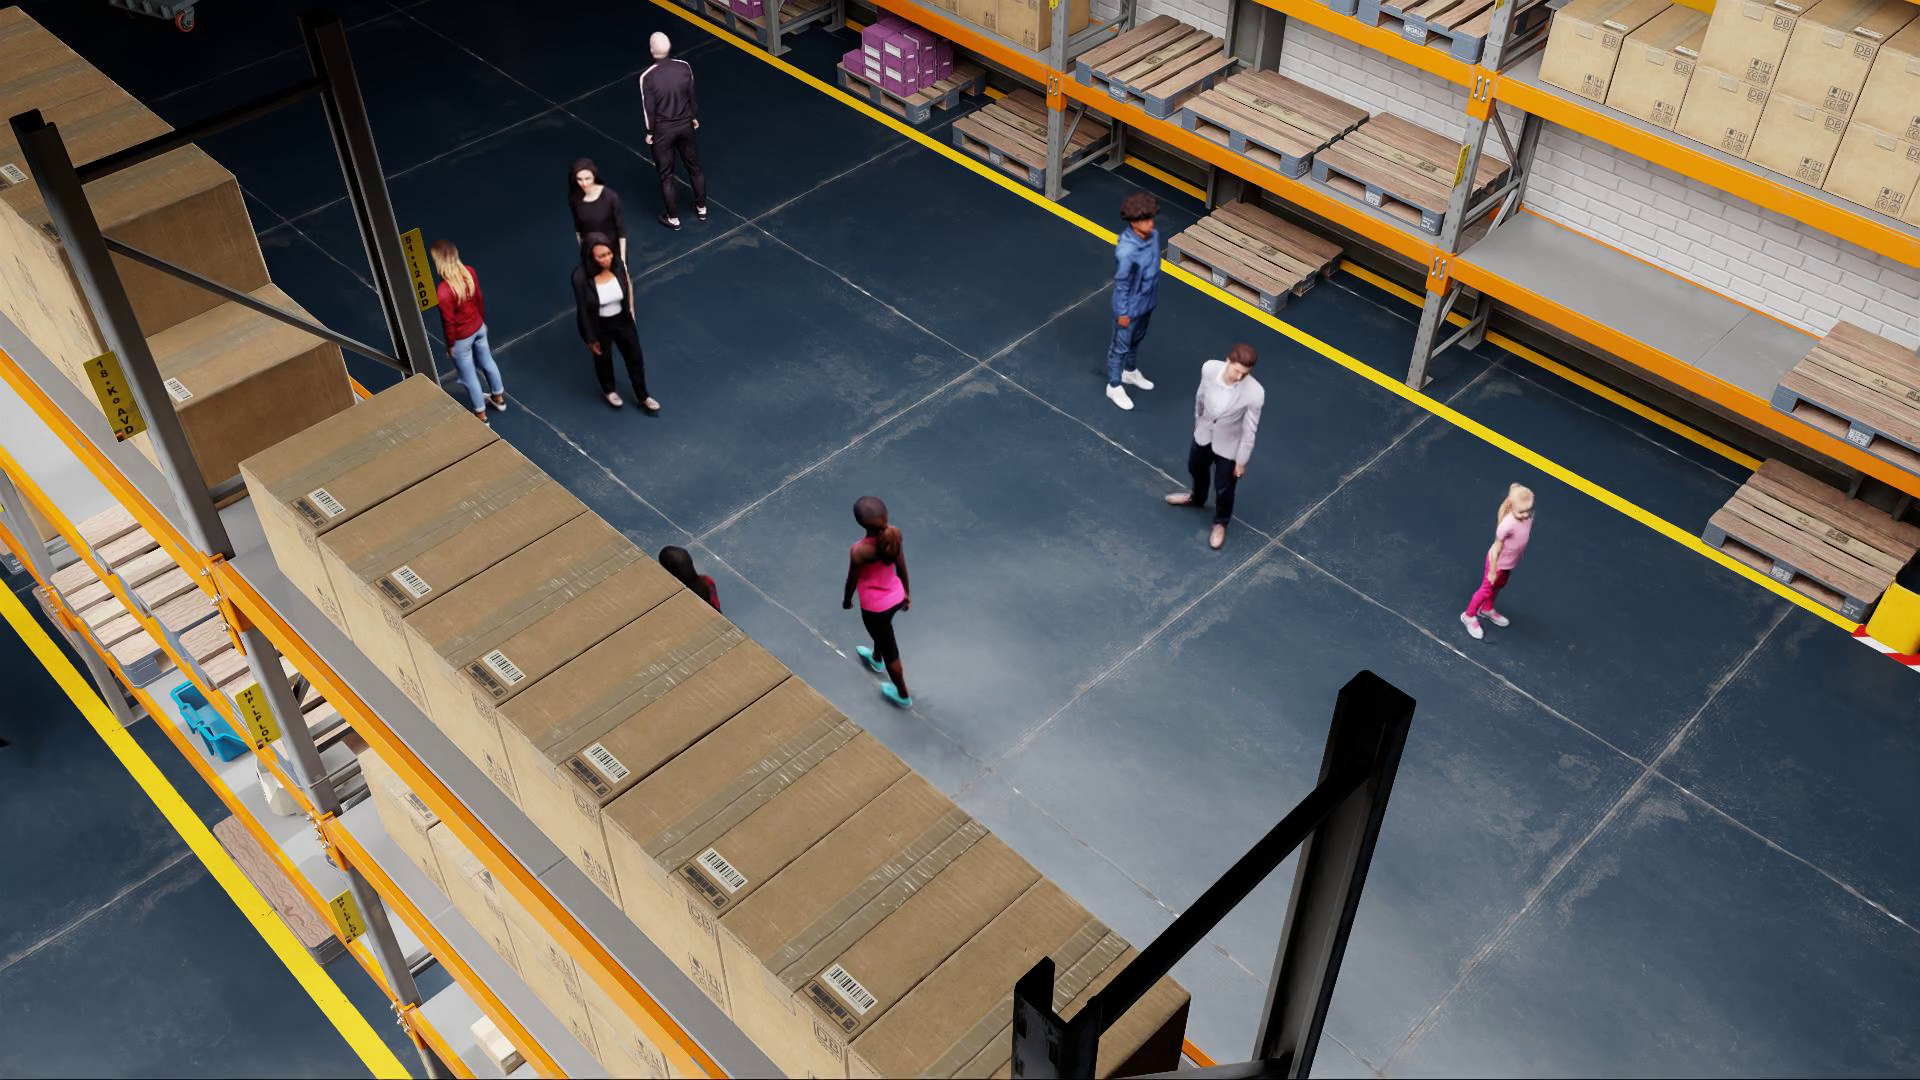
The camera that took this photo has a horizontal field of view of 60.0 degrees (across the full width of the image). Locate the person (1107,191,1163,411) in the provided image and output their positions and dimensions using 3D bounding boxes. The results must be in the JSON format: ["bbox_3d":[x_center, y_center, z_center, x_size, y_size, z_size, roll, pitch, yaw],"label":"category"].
[{"bbox_3d":[1.343,-1.875,12.859,0.619,1.811,0.700,28,50,26],"label":"person"}]

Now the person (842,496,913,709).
[{"bbox_3d":[-0.435,0.452,10.495,0.814,1.702,0.559,32,52,29],"label":"person"}]

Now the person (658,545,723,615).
[{"bbox_3d":[-1.578,0.718,10.267,0.886,1.632,0.593,34,53,31],"label":"person"}]

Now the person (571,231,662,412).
[{"bbox_3d":[-2.777,-1.708,12.837,0.681,1.599,0.778,-29,51,-27],"label":"person"}]

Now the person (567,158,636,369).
[{"bbox_3d":[-2.830,-2.326,13.370,1.071,1.759,1.111,1,44,1],"label":"person"}]

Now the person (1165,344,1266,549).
[{"bbox_3d":[1.836,-0.734,11.663,0.928,1.808,0.548,-22,48,-22],"label":"person"}]

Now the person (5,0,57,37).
[{"bbox_3d":[-9.938,-5.981,17.230,0.514,1.728,0.716,28,50,26],"label":"person"}]

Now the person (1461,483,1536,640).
[{"bbox_3d":[3.656,0.122,11.159,0.500,1.265,0.517,33,52,30],"label":"person"}]

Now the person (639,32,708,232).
[{"bbox_3d":[-2.525,-3.599,14.650,0.702,1.837,0.619,-27,50,-25],"label":"person"}]

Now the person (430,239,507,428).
[{"bbox_3d":[-3.772,-1.582,12.681,0.634,1.633,0.655,15,46,15],"label":"person"}]
